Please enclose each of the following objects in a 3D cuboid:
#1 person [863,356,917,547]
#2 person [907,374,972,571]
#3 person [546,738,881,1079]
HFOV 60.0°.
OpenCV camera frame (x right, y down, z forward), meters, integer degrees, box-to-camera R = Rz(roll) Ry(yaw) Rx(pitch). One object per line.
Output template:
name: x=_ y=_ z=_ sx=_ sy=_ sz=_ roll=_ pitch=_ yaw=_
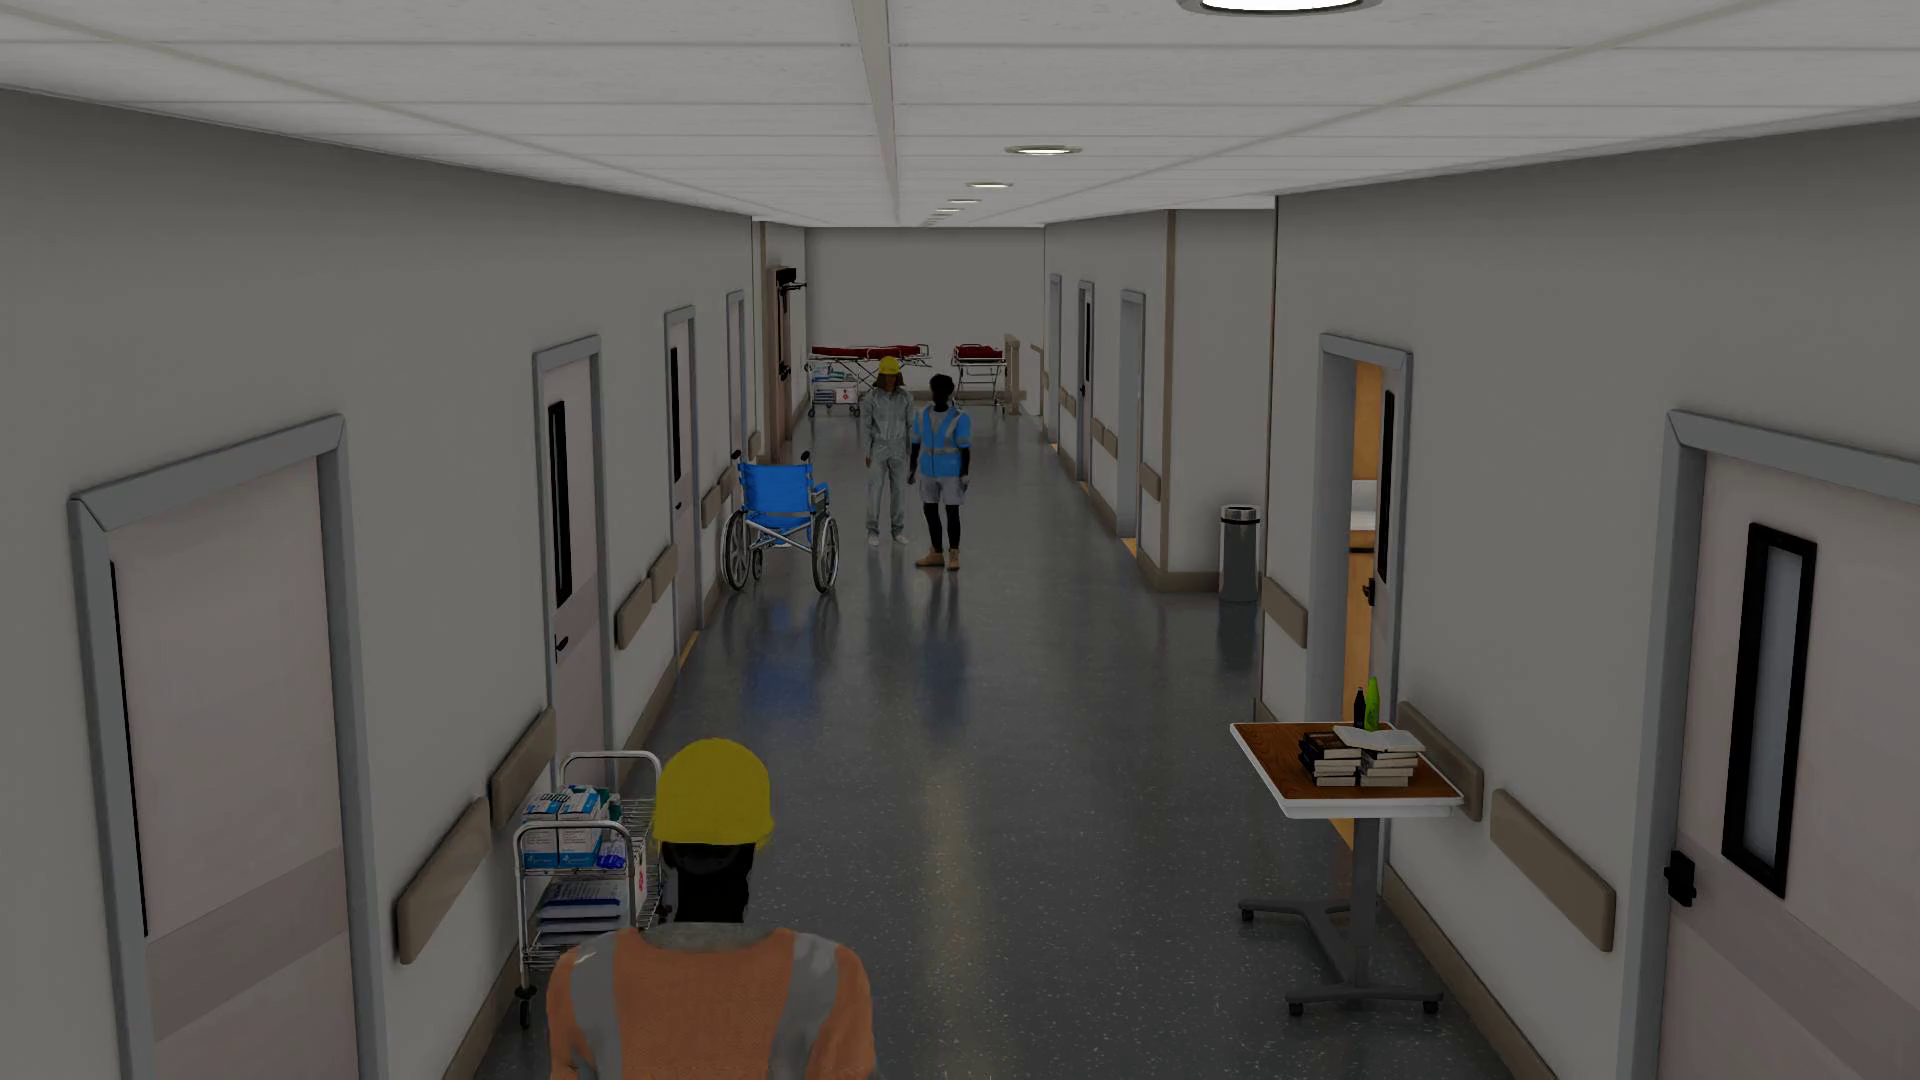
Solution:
person: x=-0.643 y=-0.811 z=15.213 sx=0.490 sy=1.743 sz=0.313 roll=-4 pitch=11 yaw=-20
person: x=-0.175 y=-0.567 z=14.019 sx=0.589 sy=1.687 sz=0.342 roll=5 pitch=12 yaw=28
person: x=-0.441 y=1.292 z=3.137 sx=0.611 sy=1.872 sz=1.013 roll=0 pitch=10 yaw=1
